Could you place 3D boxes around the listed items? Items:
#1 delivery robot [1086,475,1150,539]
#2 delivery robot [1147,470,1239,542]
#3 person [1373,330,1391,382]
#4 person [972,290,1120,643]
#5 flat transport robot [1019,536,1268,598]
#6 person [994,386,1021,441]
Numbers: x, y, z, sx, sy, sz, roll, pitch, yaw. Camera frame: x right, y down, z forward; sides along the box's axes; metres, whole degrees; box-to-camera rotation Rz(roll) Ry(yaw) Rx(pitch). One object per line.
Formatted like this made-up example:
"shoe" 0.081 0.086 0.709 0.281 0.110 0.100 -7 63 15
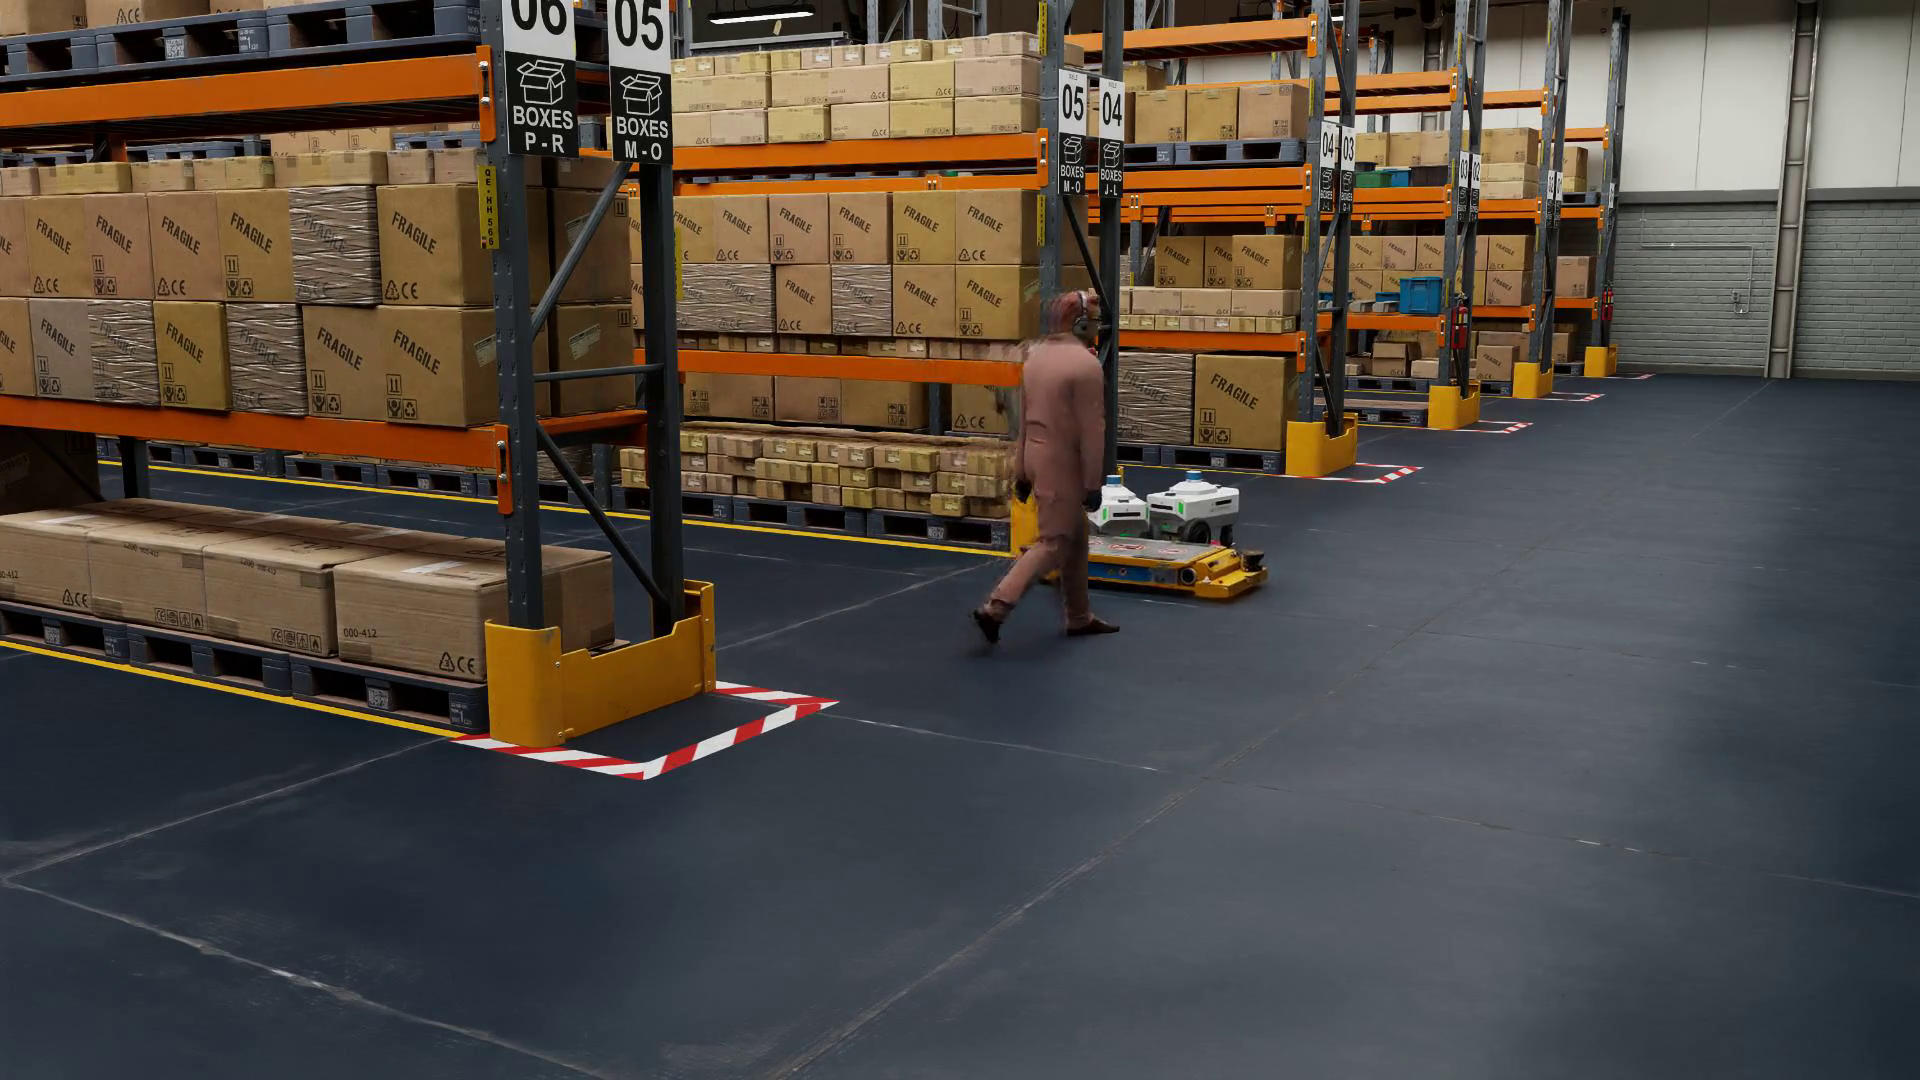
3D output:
"delivery robot" 1.036 -0.195 11.196 0.477 0.478 0.707 -1 10 -8
"delivery robot" 1.604 -0.234 11.425 0.477 0.478 0.707 10 14 44
"person" 6.841 -3.441 26.641 0.644 1.867 0.589 5 11 29
"person" 0.455 -0.357 8.621 0.873 1.865 0.670 -4 10 -21
"flat transport robot" 1.116 0.143 10.320 1.431 0.197 0.652 6 11 30
"person" 0.532 -1.217 14.021 0.428 1.736 0.510 7 12 37
